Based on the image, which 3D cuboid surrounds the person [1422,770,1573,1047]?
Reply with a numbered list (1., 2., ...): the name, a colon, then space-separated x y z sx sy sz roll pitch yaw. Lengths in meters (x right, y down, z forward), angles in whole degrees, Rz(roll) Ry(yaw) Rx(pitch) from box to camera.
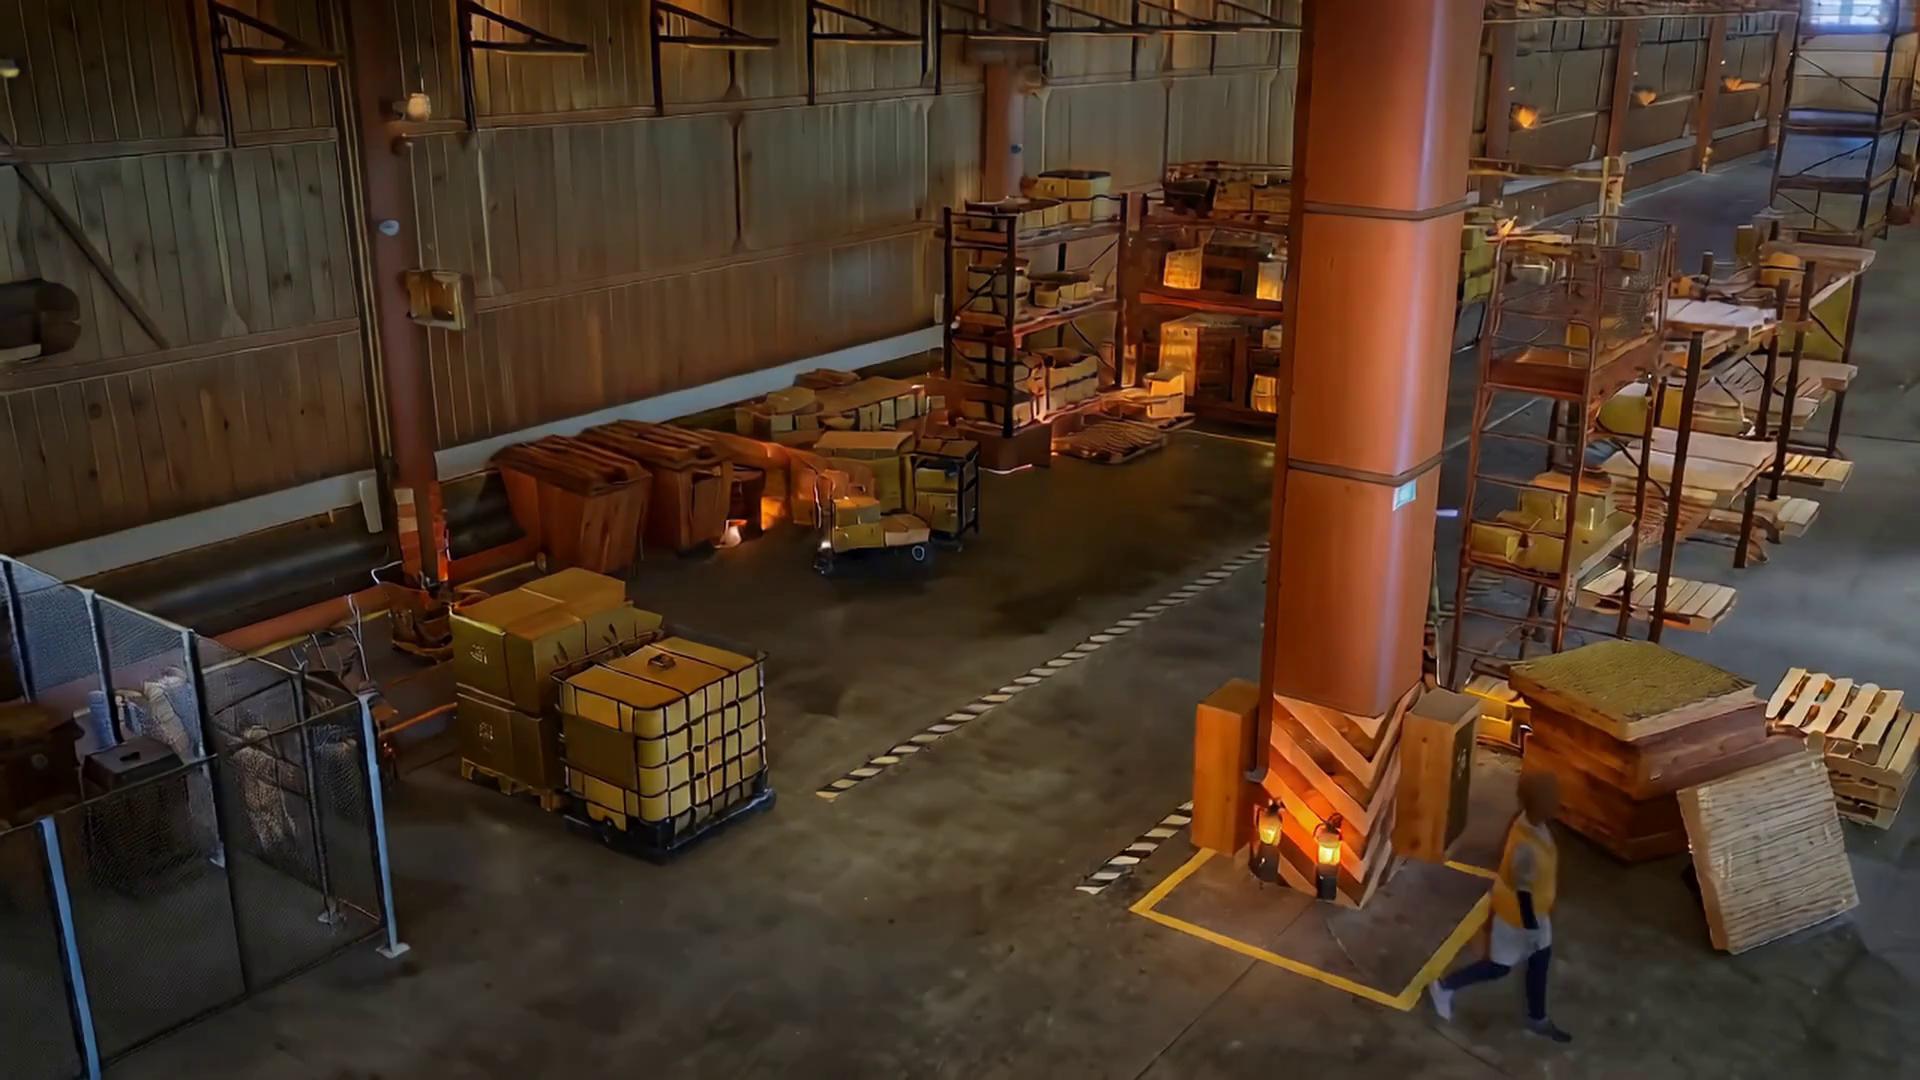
1. person: 3.077 2.035 9.303 0.769 1.675 0.531 11 21 29
